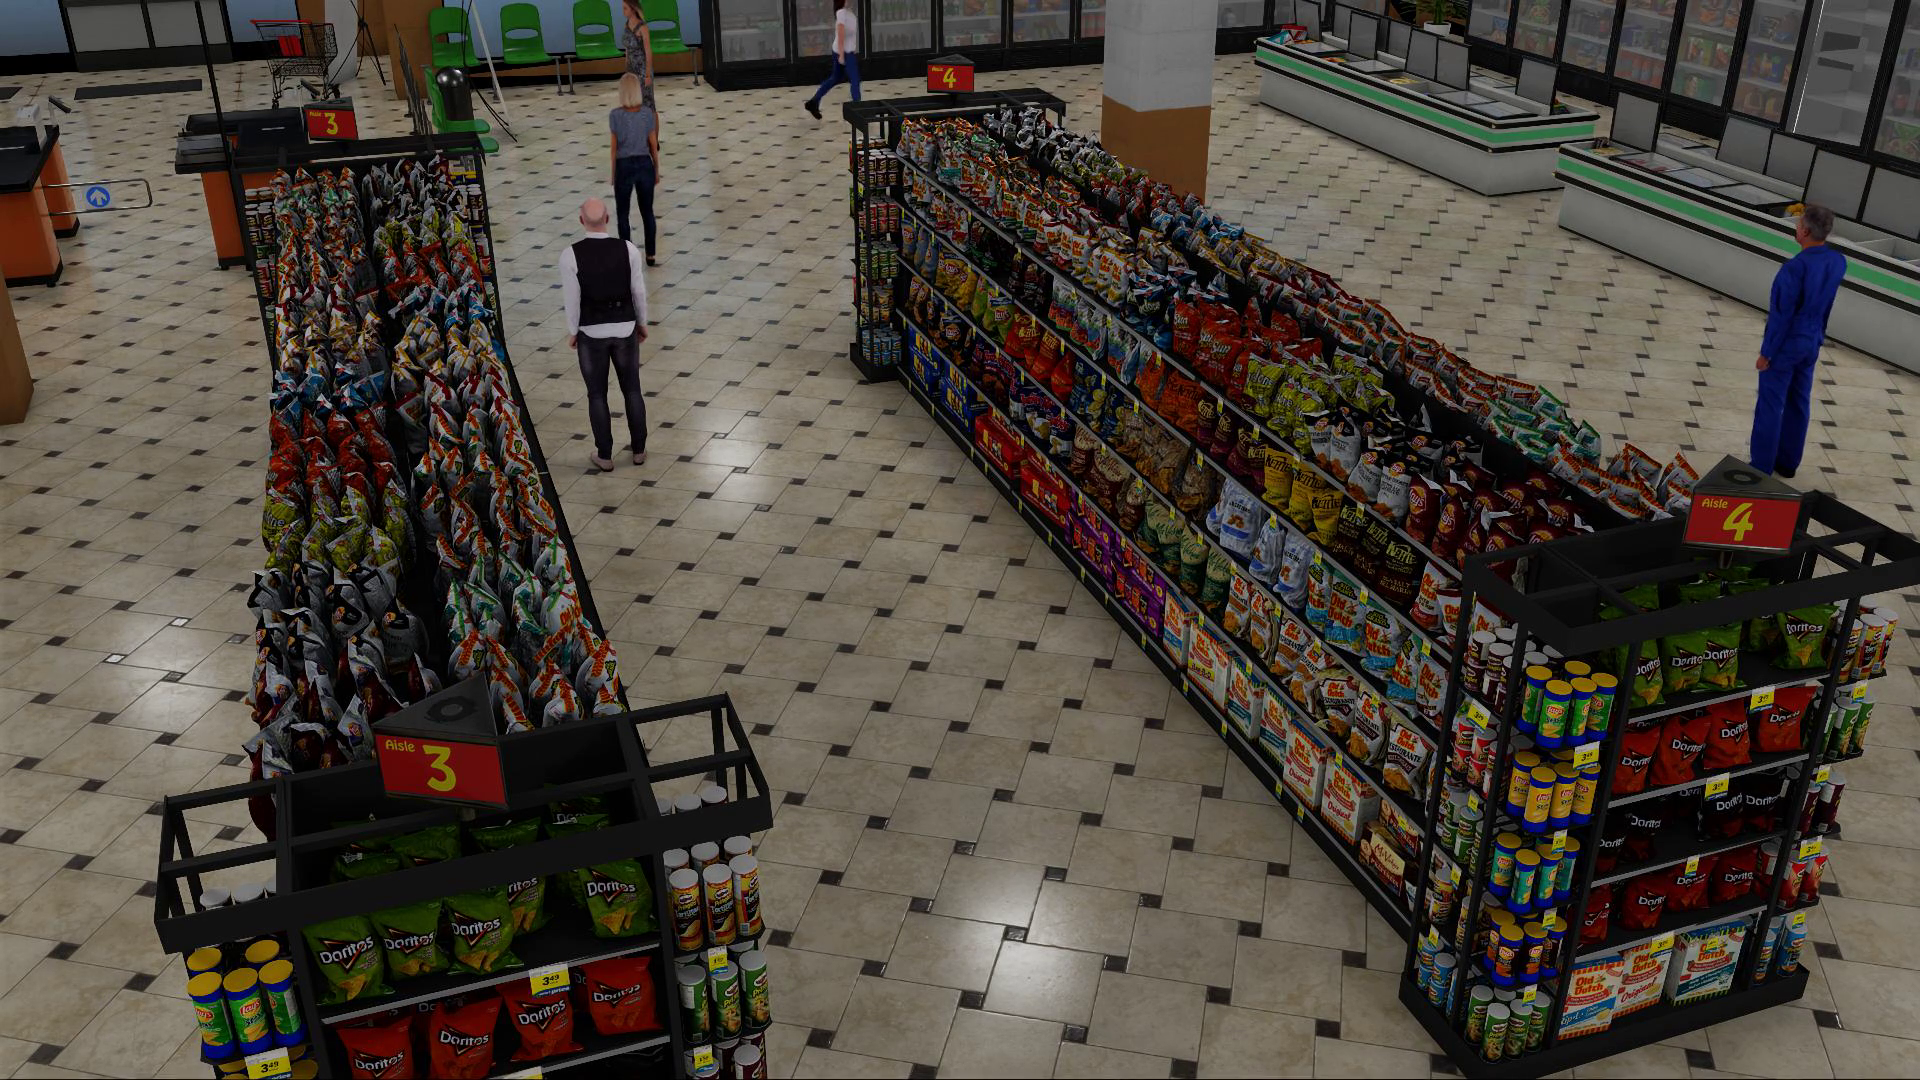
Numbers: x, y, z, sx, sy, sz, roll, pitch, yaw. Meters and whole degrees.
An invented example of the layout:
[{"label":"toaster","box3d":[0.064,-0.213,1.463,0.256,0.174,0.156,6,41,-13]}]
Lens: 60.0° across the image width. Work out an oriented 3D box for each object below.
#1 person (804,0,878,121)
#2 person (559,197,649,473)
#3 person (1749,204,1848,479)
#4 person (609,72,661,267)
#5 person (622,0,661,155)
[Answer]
[{"label":"person","box3d":[-1.477,-5.768,19.797,0.848,1.654,1.092,-3,27,-7]},{"label":"person","box3d":[-2.311,-1.341,10.882,0.702,1.823,0.596,-12,29,-22]},{"label":"person","box3d":[5.354,-1.217,10.698,0.749,1.768,0.588,-13,30,-24]},{"label":"person","box3d":[-2.900,-3.266,14.845,0.598,1.671,0.504,-11,29,-20]},{"label":"person","box3d":[-3.581,-5.224,18.673,0.699,1.701,0.566,-24,35,-39]}]
